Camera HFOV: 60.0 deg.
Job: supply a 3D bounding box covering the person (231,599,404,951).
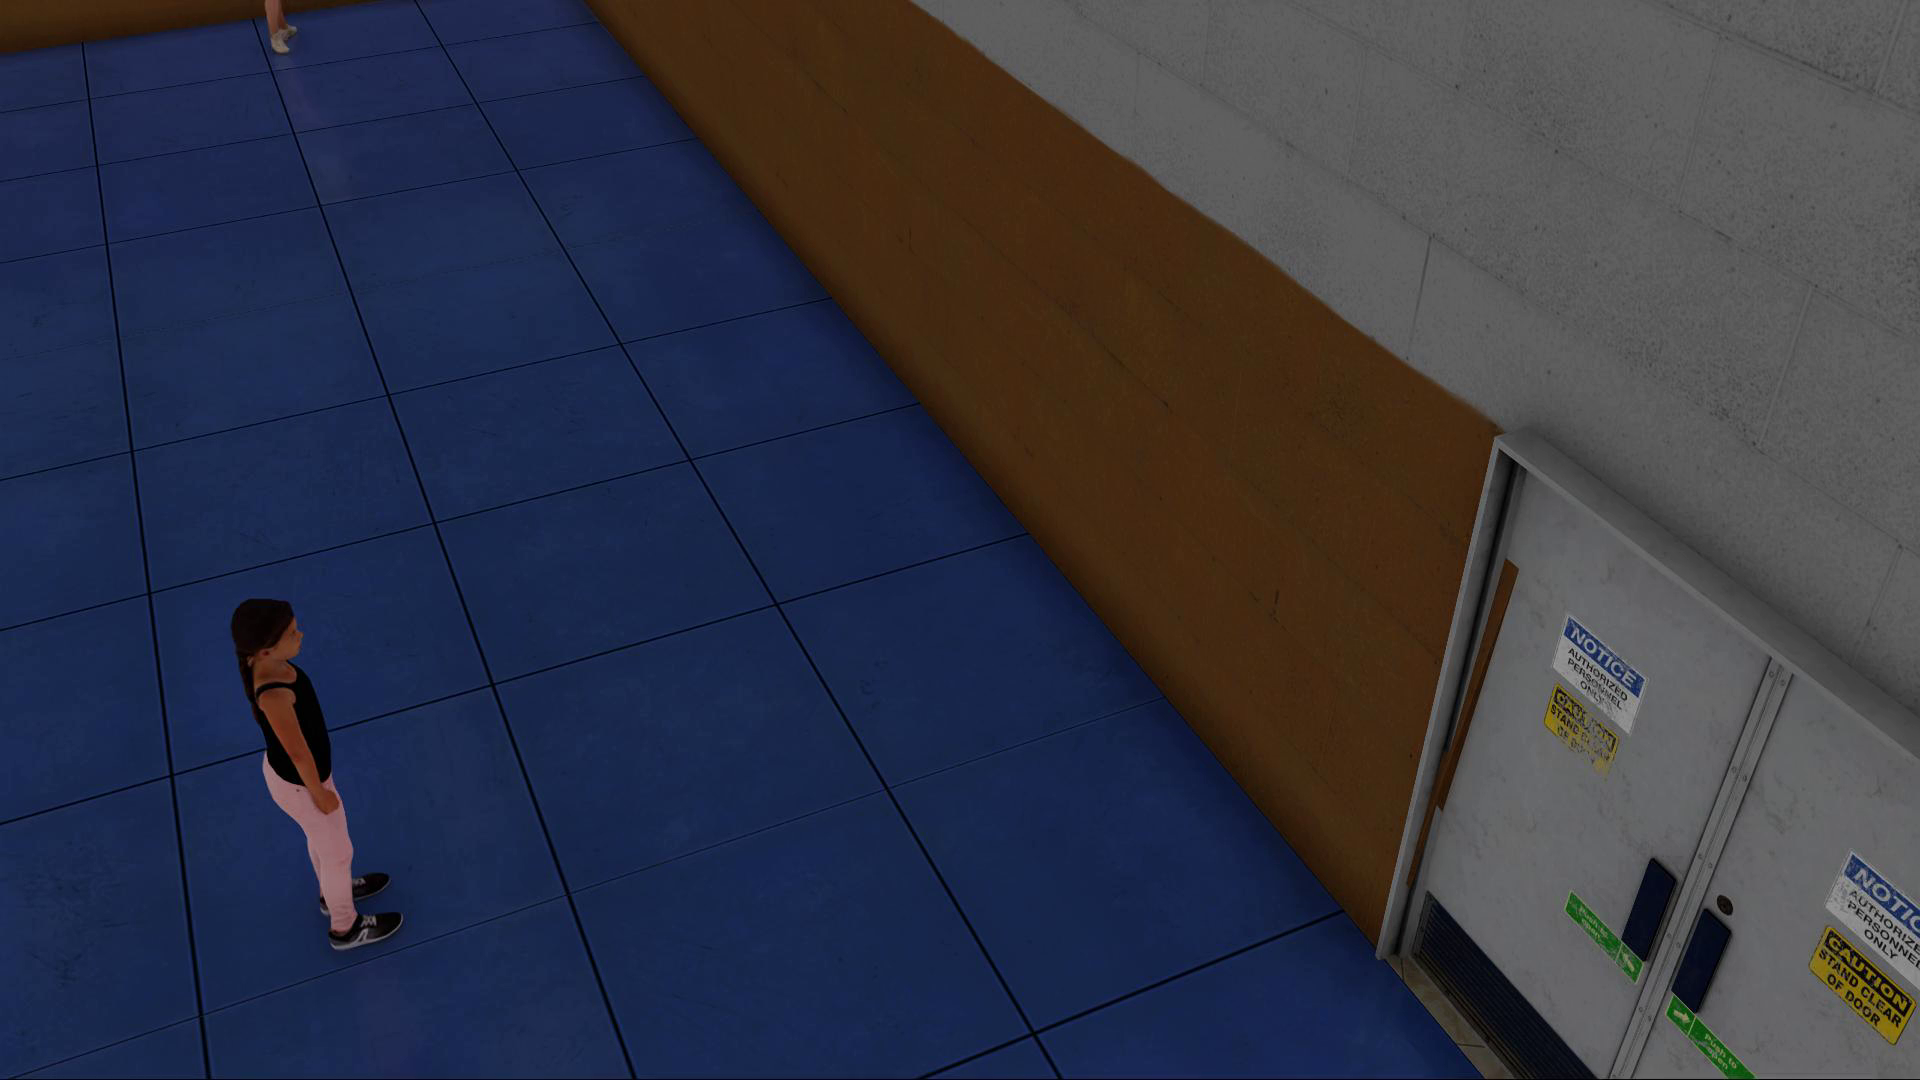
[{"bbox_3d":[-2.300,0.824,5.823,0.539,1.562,0.539,-20,41,-24],"label":"person"}]
